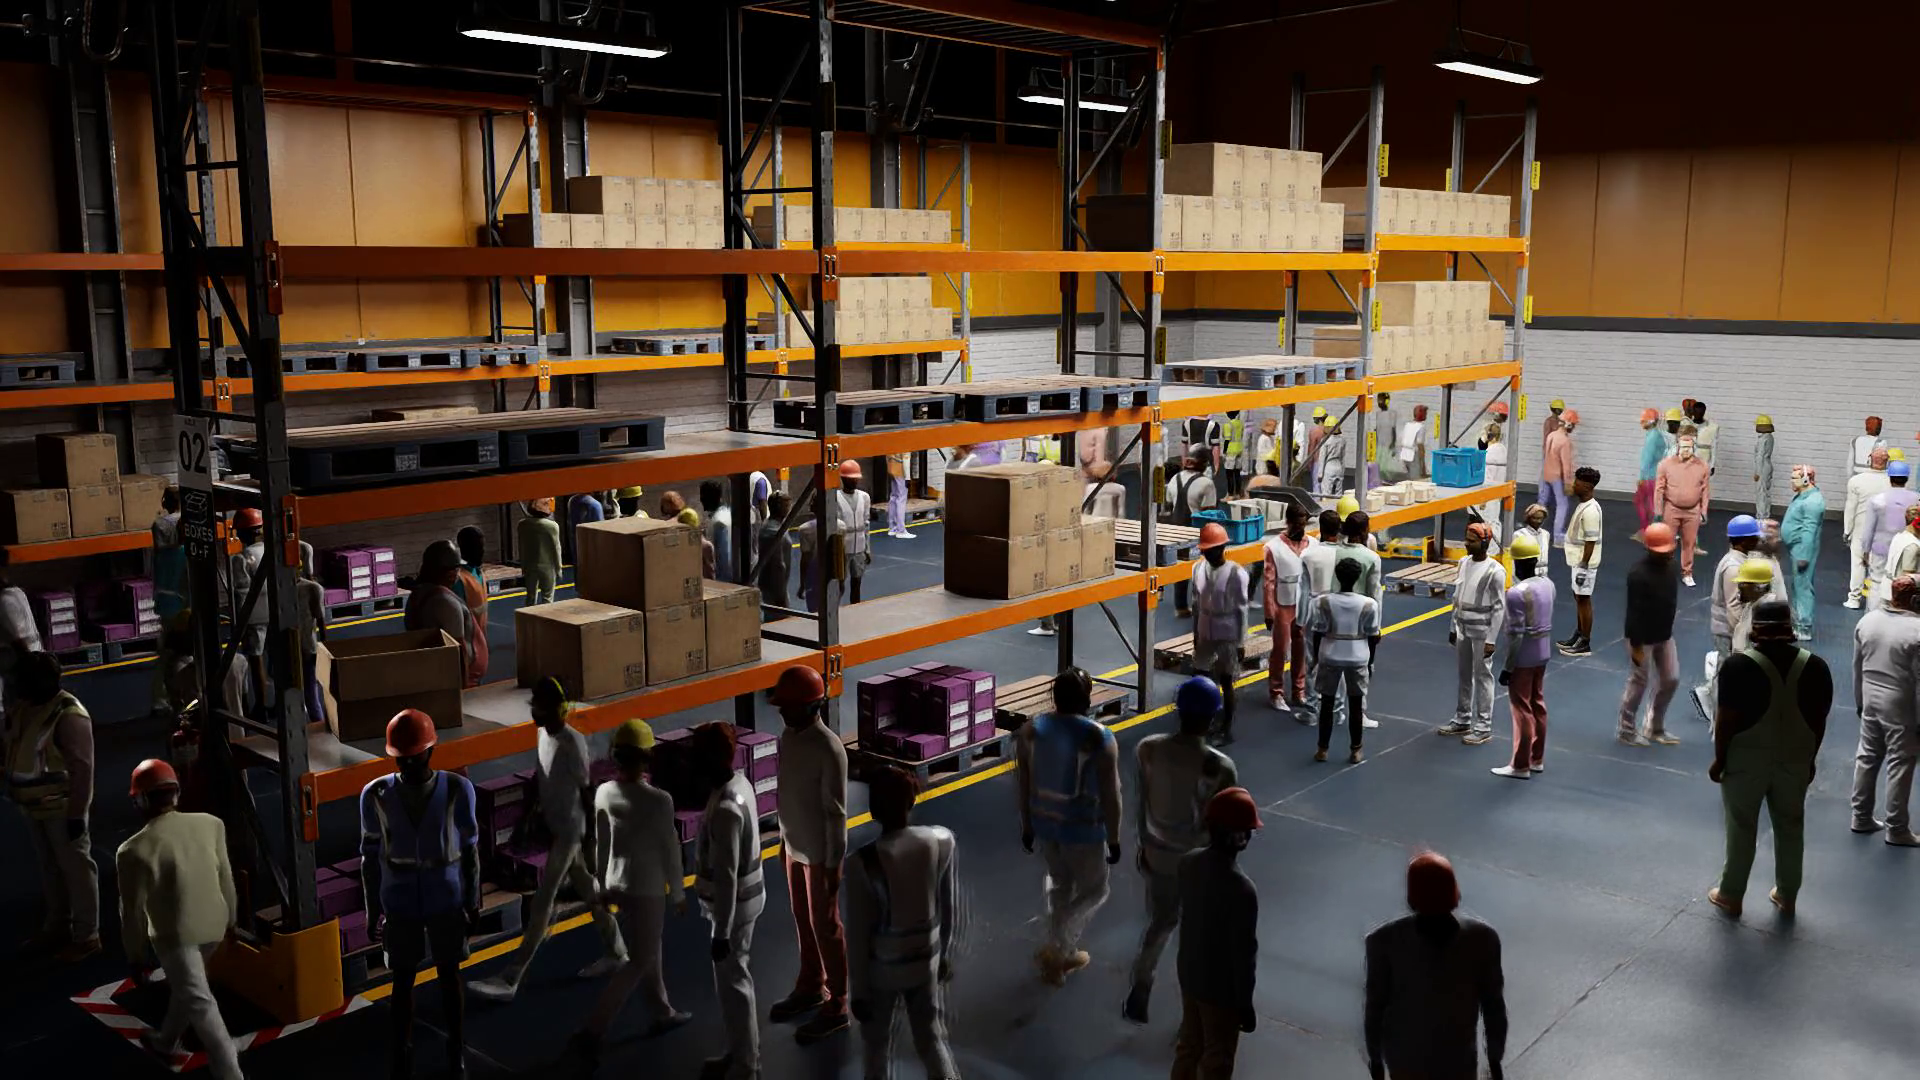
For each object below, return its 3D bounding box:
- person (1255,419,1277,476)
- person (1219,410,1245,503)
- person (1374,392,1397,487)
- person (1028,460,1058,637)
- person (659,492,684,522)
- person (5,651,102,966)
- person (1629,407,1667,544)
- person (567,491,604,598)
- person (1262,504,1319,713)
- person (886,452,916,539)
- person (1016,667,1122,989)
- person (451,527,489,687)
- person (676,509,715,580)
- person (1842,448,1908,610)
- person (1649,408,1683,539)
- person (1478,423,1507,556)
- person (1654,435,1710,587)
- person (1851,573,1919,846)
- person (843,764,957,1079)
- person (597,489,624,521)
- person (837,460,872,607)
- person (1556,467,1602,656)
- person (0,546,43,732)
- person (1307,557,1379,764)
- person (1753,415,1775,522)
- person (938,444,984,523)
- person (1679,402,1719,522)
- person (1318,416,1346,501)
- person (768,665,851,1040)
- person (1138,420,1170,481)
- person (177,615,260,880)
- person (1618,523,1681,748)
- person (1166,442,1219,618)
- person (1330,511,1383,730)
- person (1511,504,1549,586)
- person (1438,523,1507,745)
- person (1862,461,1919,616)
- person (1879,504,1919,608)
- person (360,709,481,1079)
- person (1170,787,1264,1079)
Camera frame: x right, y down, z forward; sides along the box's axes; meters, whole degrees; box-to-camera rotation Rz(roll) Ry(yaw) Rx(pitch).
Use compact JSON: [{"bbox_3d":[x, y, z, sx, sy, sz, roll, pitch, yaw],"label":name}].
[{"bbox_3d":[4.774,-1.094,26.065,0.315,1.624,0.503,6,11,30],"label":"person"},{"bbox_3d":[4.594,-1.471,28.095,0.318,1.697,0.535,8,12,40],"label":"person"},{"bbox_3d":[7.253,-1.614,28.485,0.416,1.852,0.544,-5,11,-28],"label":"person"},{"bbox_3d":[0.940,0.086,18.113,0.383,1.924,0.594,7,12,37],"label":"person"},{"bbox_3d":[-3.055,0.289,17.817,0.295,1.628,0.577,1,10,3],"label":"person"},{"bbox_3d":[-5.271,1.544,9.664,0.623,1.844,0.430,7,12,35],"label":"person"},{"bbox_3d":[9.906,-0.920,23.976,0.607,1.970,0.634,4,10,22],"label":"person"},{"bbox_3d":[-3.783,0.201,17.085,0.392,2.038,0.611,-8,12,-38],"label":"person"},{"bbox_3d":[2.990,0.609,15.063,0.593,1.907,0.415,-5,11,-27],"label":"person"},{"bbox_3d":[-0.870,-0.983,24.495,0.379,1.923,0.595,-5,11,-27],"label":"person"},{"bbox_3d":[0.582,1.616,9.274,0.639,1.821,0.595,7,12,34],"label":"person"},{"bbox_3d":[-4.042,0.837,13.659,0.375,1.916,0.592,0,10,-1],"label":"person"},{"bbox_3d":[-2.590,0.563,15.867,0.524,1.725,0.751,0,10,1],"label":"person"},{"bbox_3d":[10.653,-0.122,19.413,0.643,1.908,0.408,2,10,14],"label":"person"},{"bbox_3d":[10.389,-0.966,24.379,0.585,1.930,0.365,-2,10,-12],"label":"person"},{"bbox_3d":[7.045,-0.590,22.108,0.361,1.938,0.635,6,11,31],"label":"person"},{"bbox_3d":[9.050,-0.363,20.854,0.655,1.906,0.407,2,10,11],"label":"person"},{"bbox_3d":[6.575,1.175,11.669,0.399,1.909,0.642,-3,10,-17],"label":"person"},{"bbox_3d":[-0.238,1.913,7.387,0.580,1.864,0.806,-5,11,-30],"label":"person"},{"bbox_3d":[-4.346,-0.214,20.753,0.315,1.641,0.514,-5,11,-26],"label":"person"},{"bbox_3d":[-1.197,0.092,18.032,0.543,1.942,0.350,-6,11,-33],"label":"person"},{"bbox_3d":[6.437,0.215,17.223,0.367,1.966,0.606,2,10,14],"label":"person"},{"bbox_3d":[-7.215,1.001,12.724,0.474,1.899,0.641,-4,10,-25],"label":"person"},{"bbox_3d":[3.108,0.978,13.479,0.539,1.696,0.318,2,10,11],"label":"person"},{"bbox_3d":[12.272,-1.052,25.482,0.321,1.737,0.486,8,12,40],"label":"person"},{"bbox_3d":[-0.031,-0.396,20.651,0.561,2.000,0.700,-7,12,-36],"label":"person"},{"bbox_3d":[11.457,-1.202,25.873,0.584,1.910,0.396,6,11,30],"label":"person"},{"bbox_3d":[5.629,-1.016,25.264,0.484,1.736,0.322,-5,11,-28],"label":"person"},{"bbox_3d":[-0.805,1.622,8.777,0.409,1.986,0.621,-6,11,-31],"label":"person"},{"bbox_3d":[3.128,-1.284,26.850,0.506,1.727,0.454,1,10,6],"label":"person"},{"bbox_3d":[-4.808,1.361,10.754,0.351,1.843,0.506,4,10,25],"label":"person"},{"bbox_3d":[5.718,0.797,13.808,0.634,1.945,0.567,-5,11,-28],"label":"person"},{"bbox_3d":[2.703,-0.102,18.894,0.537,2.000,0.688,-7,12,-36],"label":"person"},{"bbox_3d":[3.395,0.698,14.489,0.375,1.916,0.592,-9,13,-42],"label":"person"},{"bbox_3d":[5.757,0.444,16.832,0.512,1.638,0.312,-6,11,-30],"label":"person"},{"bbox_3d":[4.351,0.783,14.082,0.355,1.882,0.576,-4,10,-22],"label":"person"},{"bbox_3d":[10.080,0.112,17.940,0.629,1.935,0.419,4,10,24],"label":"person"},{"bbox_3d":[8.781,0.572,15.487,0.394,1.836,0.561,4,10,22],"label":"person"},{"bbox_3d":[-2.615,1.759,8.088,0.553,1.935,0.361,-2,10,-12],"label":"person"},{"bbox_3d":[1.171,1.962,7.490,0.392,1.739,0.577,-3,10,-18],"label":"person"}]
